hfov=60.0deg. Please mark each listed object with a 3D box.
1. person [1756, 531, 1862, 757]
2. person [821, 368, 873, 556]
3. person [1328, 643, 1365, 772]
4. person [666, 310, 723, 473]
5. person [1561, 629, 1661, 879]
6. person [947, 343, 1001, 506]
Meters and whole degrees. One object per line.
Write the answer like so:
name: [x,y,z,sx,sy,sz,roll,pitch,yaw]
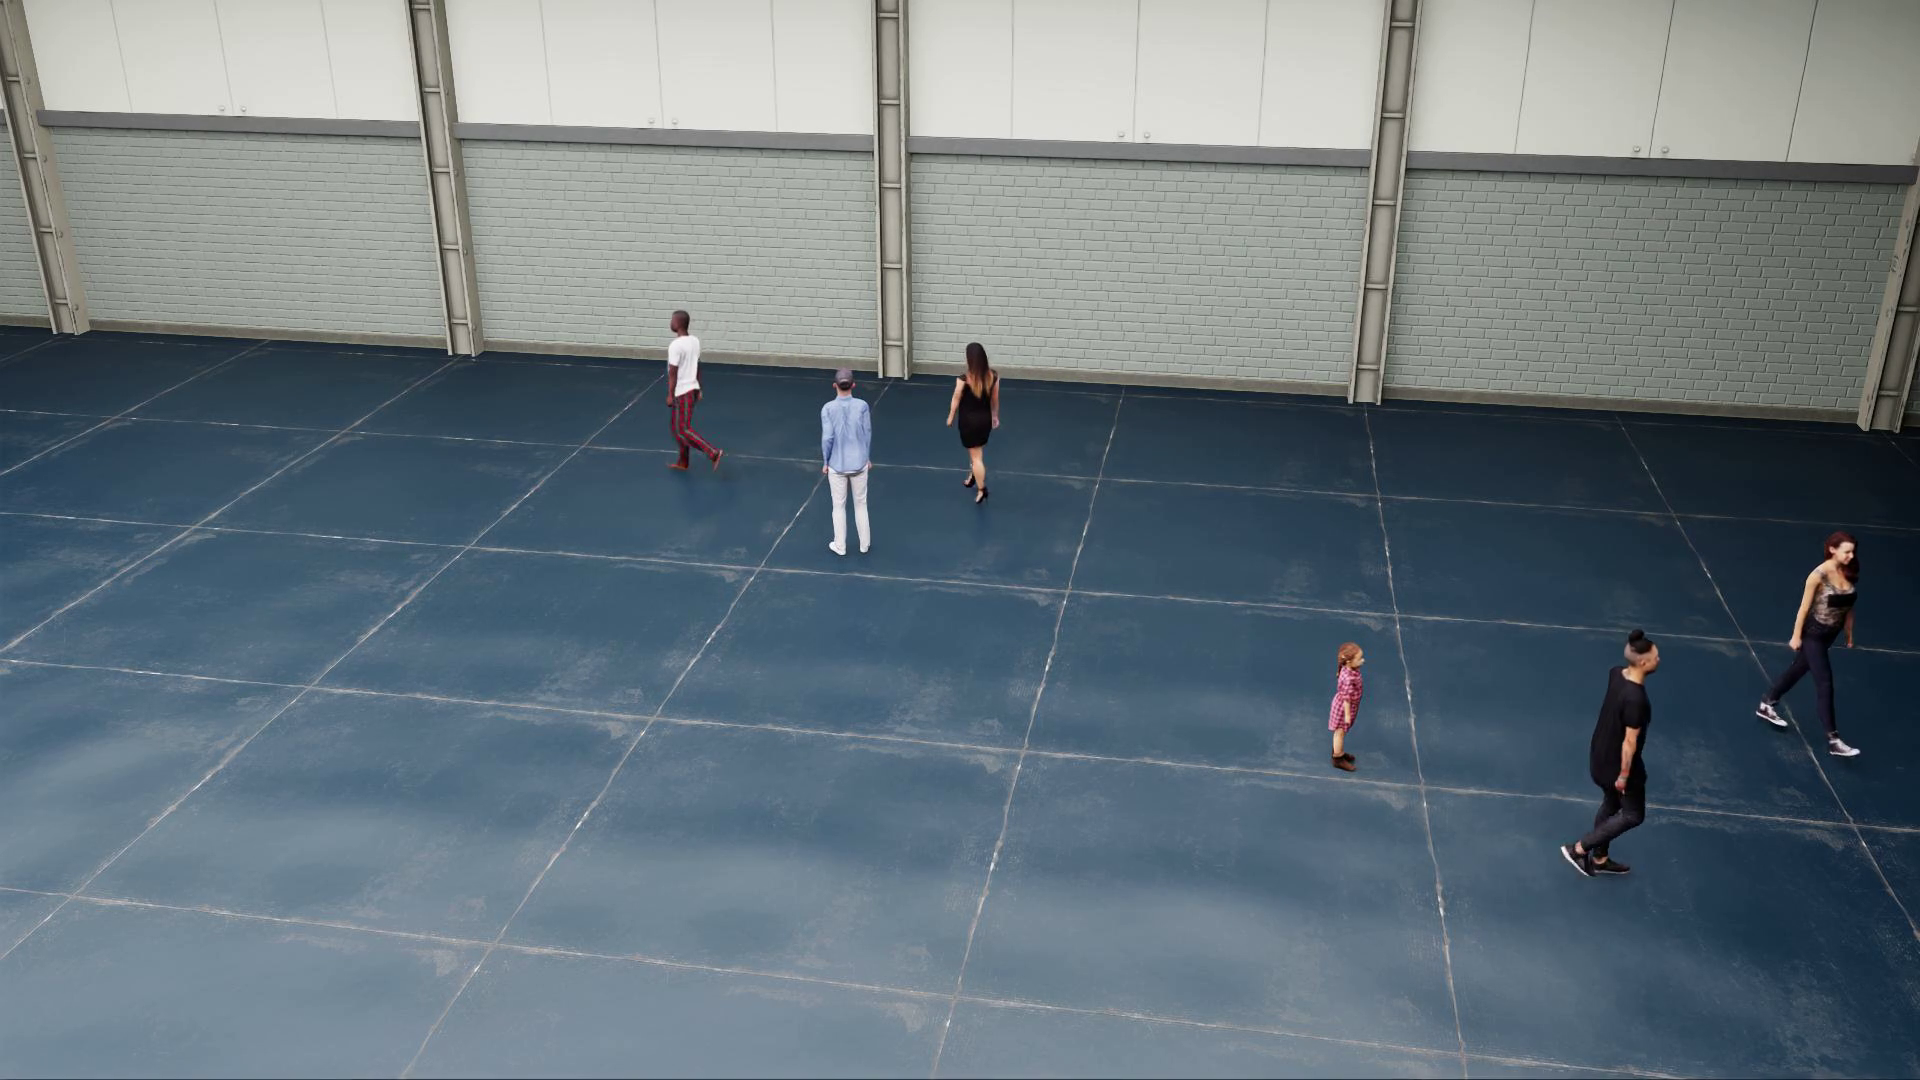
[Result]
person: [6.518,0.737,12.784,1.165,1.714,1.119,-11,25,-24]
person: [-1.087,-0.758,16.078,0.660,1.887,0.794,-6,24,-13]
person: [2.899,1.231,12.508,0.459,1.022,0.438,6,24,13]
person: [-2.923,-1.577,18.094,1.005,1.818,0.770,8,24,19]
person: [4.282,1.419,10.999,0.788,1.856,0.731,1,23,1]
person: [0.219,-1.173,17.309,0.926,1.689,0.982,-15,27,-32]
